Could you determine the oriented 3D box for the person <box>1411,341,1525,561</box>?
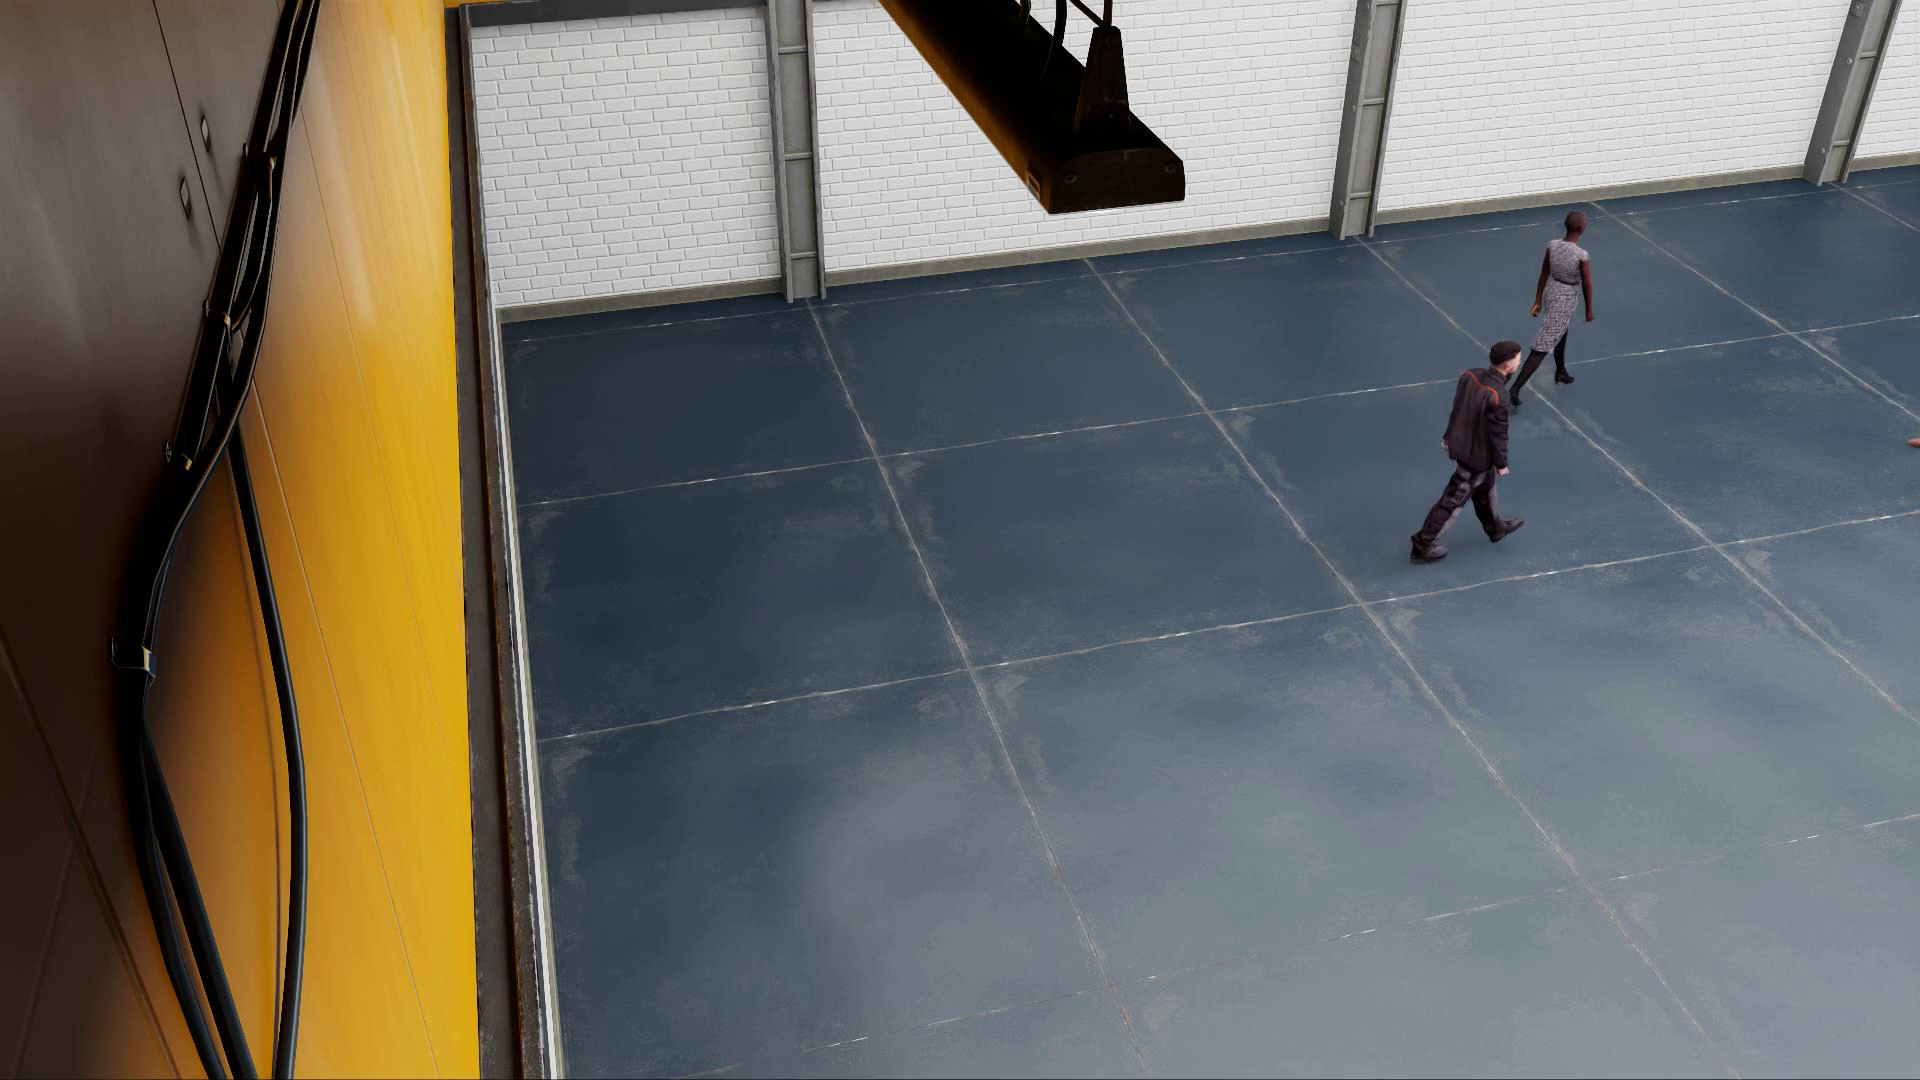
[{"bbox_3d":[3.725,-0.618,12.306,1.198,1.795,0.767,-6,34,-9],"label":"person"}]

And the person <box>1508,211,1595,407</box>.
[{"bbox_3d":[5.096,-1.934,14.338,1.220,1.738,0.790,-17,37,-24],"label":"person"}]
